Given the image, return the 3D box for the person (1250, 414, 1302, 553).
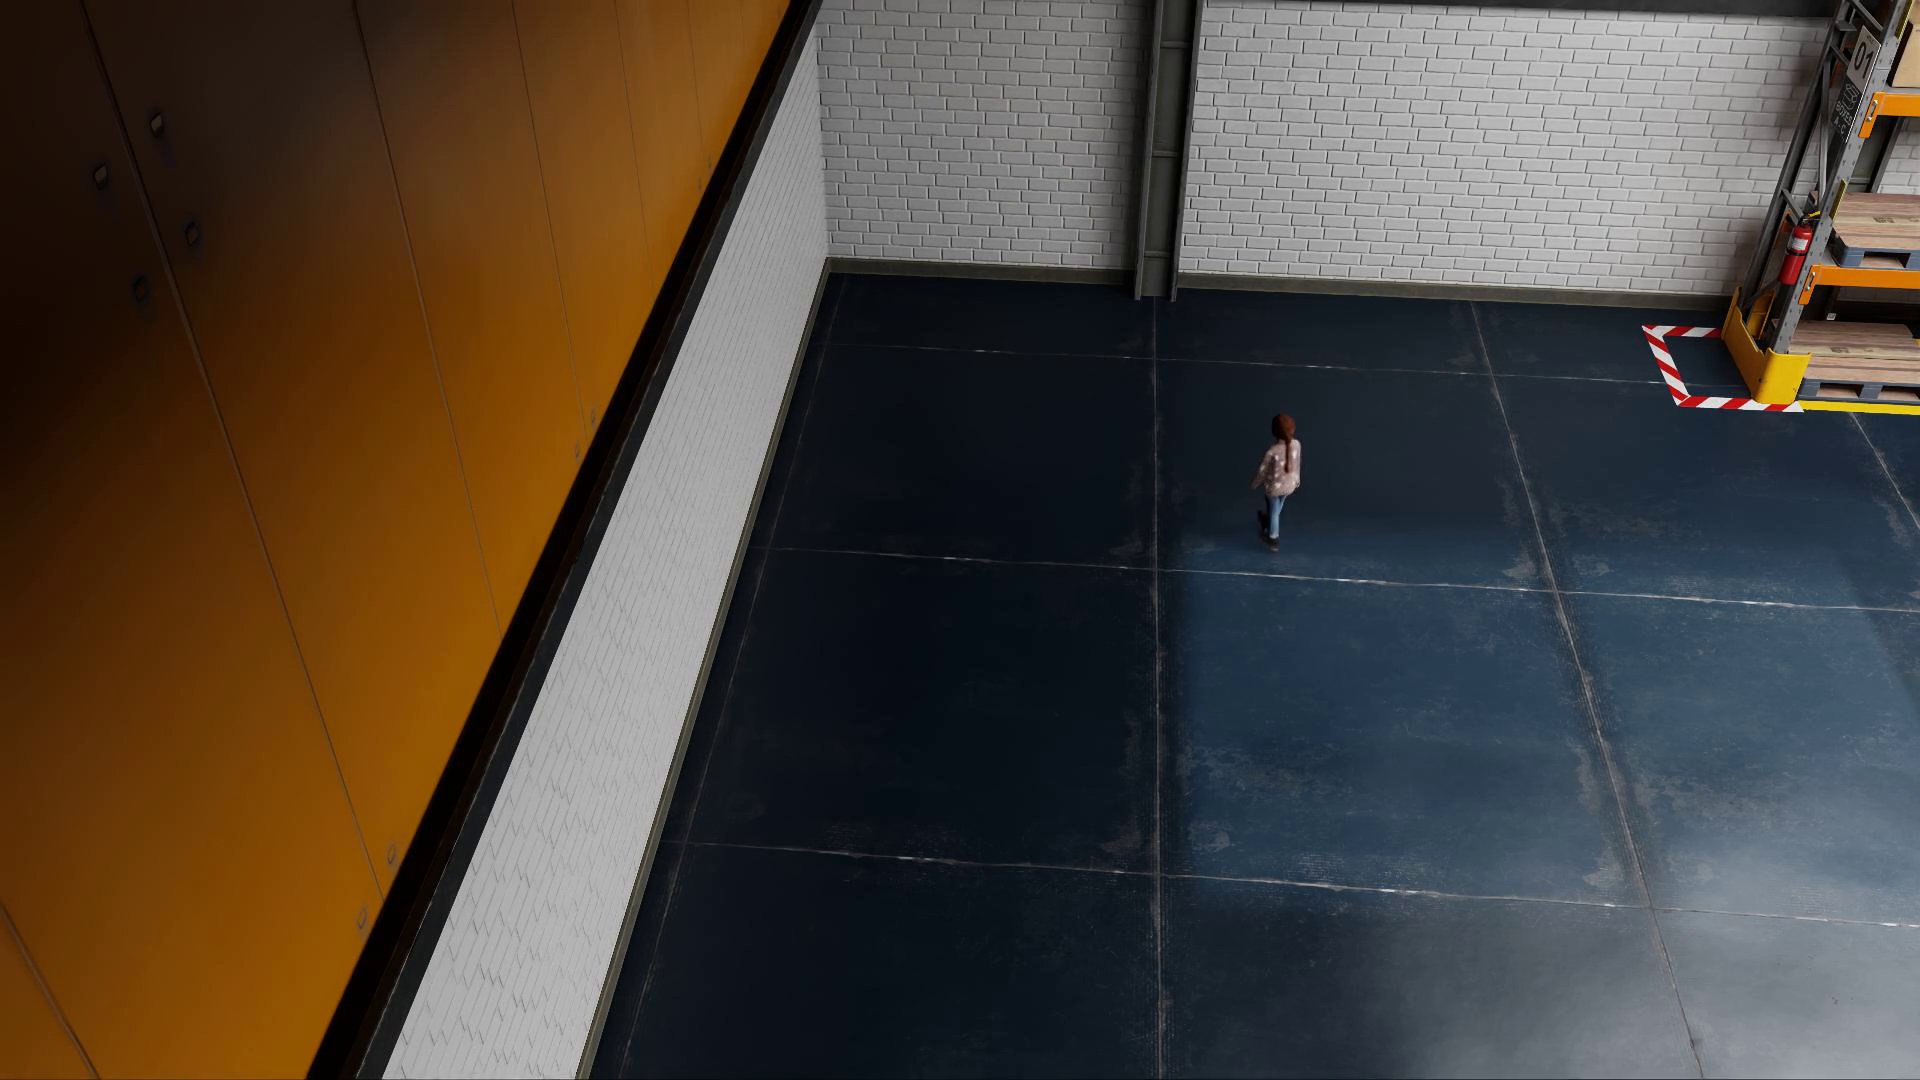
[{"bbox_3d":[2.426,-0.407,12.553,0.689,1.183,0.718,-14,41,-17],"label":"person"}]
